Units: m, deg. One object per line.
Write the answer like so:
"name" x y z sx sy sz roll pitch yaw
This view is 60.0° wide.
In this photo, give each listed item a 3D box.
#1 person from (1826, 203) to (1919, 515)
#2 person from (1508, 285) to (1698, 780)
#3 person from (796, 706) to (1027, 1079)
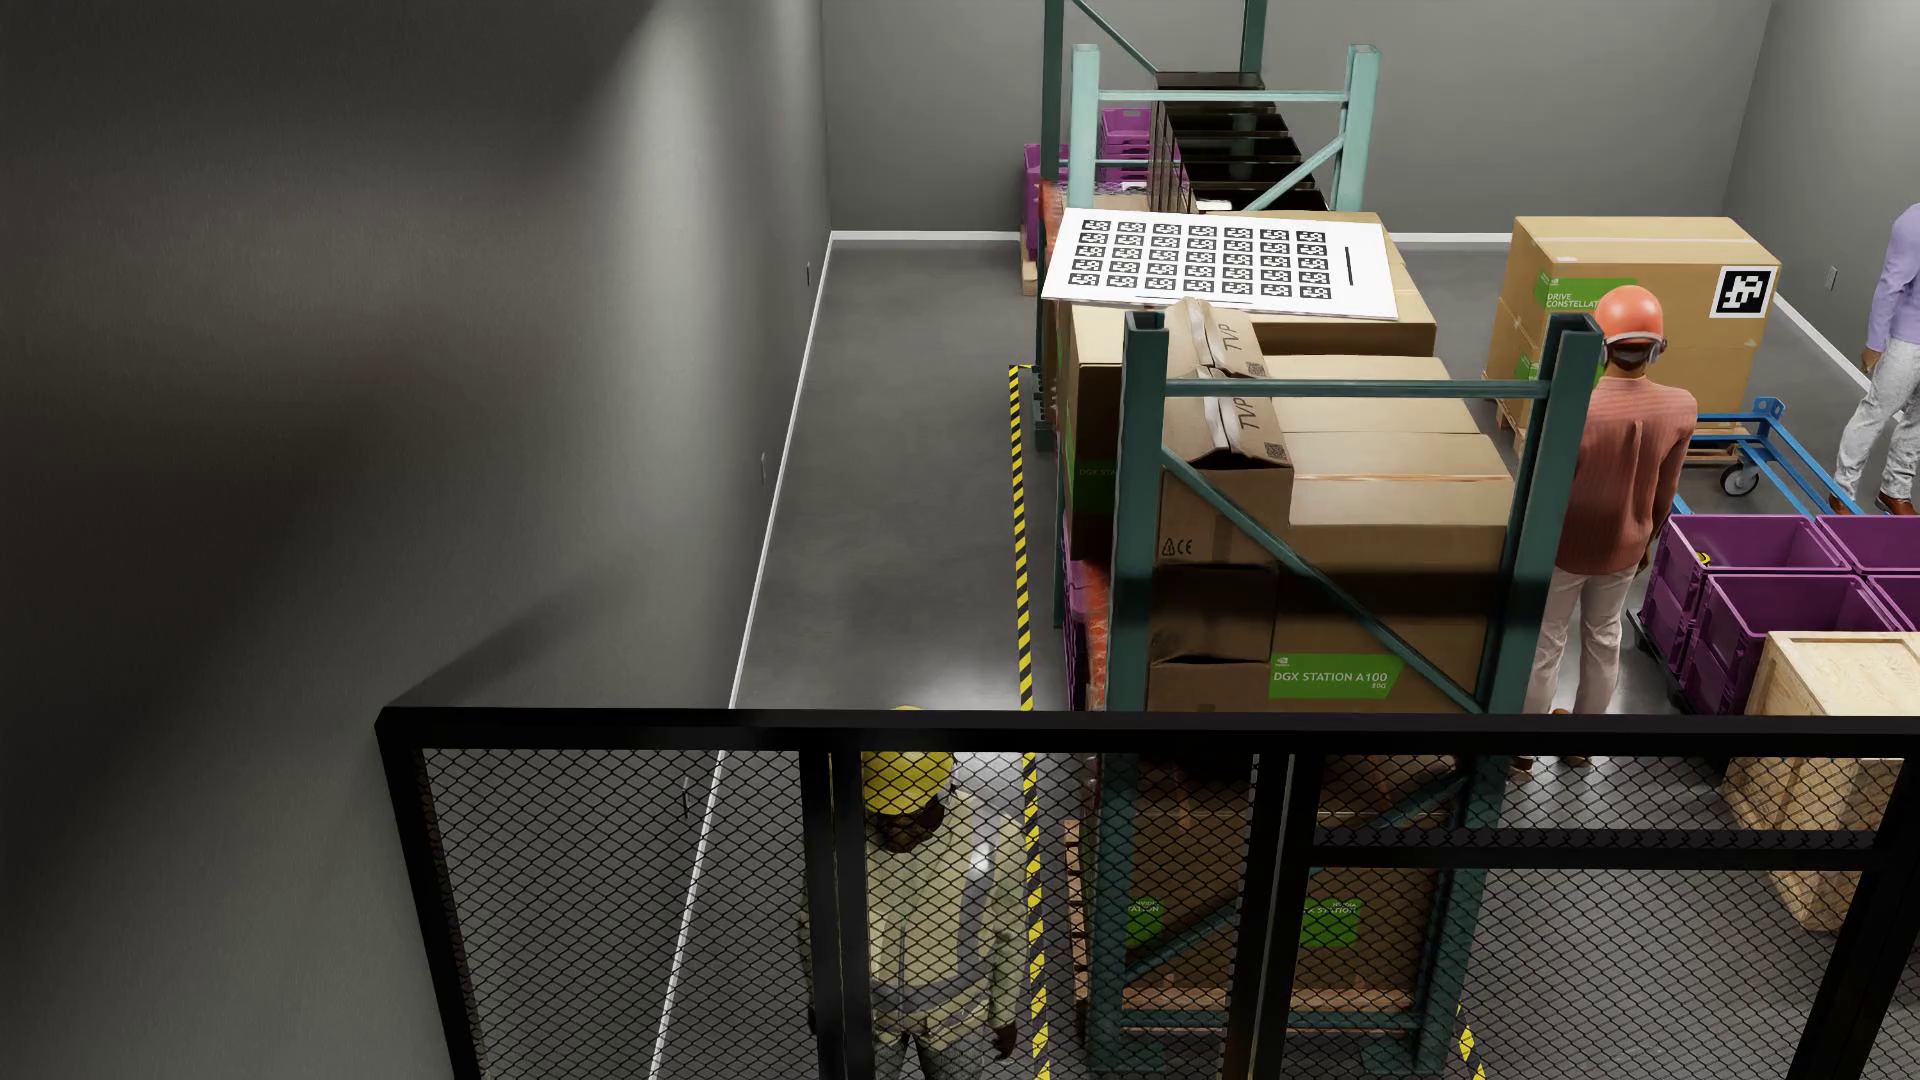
"person" 4.536 -0.937 7.771 0.634 1.938 0.355 -1 31 -2
"person" 2.308 0.011 6.152 0.612 1.986 0.387 -7 32 -12
"person" -0.129 1.188 4.342 0.596 1.832 0.404 3 31 4
